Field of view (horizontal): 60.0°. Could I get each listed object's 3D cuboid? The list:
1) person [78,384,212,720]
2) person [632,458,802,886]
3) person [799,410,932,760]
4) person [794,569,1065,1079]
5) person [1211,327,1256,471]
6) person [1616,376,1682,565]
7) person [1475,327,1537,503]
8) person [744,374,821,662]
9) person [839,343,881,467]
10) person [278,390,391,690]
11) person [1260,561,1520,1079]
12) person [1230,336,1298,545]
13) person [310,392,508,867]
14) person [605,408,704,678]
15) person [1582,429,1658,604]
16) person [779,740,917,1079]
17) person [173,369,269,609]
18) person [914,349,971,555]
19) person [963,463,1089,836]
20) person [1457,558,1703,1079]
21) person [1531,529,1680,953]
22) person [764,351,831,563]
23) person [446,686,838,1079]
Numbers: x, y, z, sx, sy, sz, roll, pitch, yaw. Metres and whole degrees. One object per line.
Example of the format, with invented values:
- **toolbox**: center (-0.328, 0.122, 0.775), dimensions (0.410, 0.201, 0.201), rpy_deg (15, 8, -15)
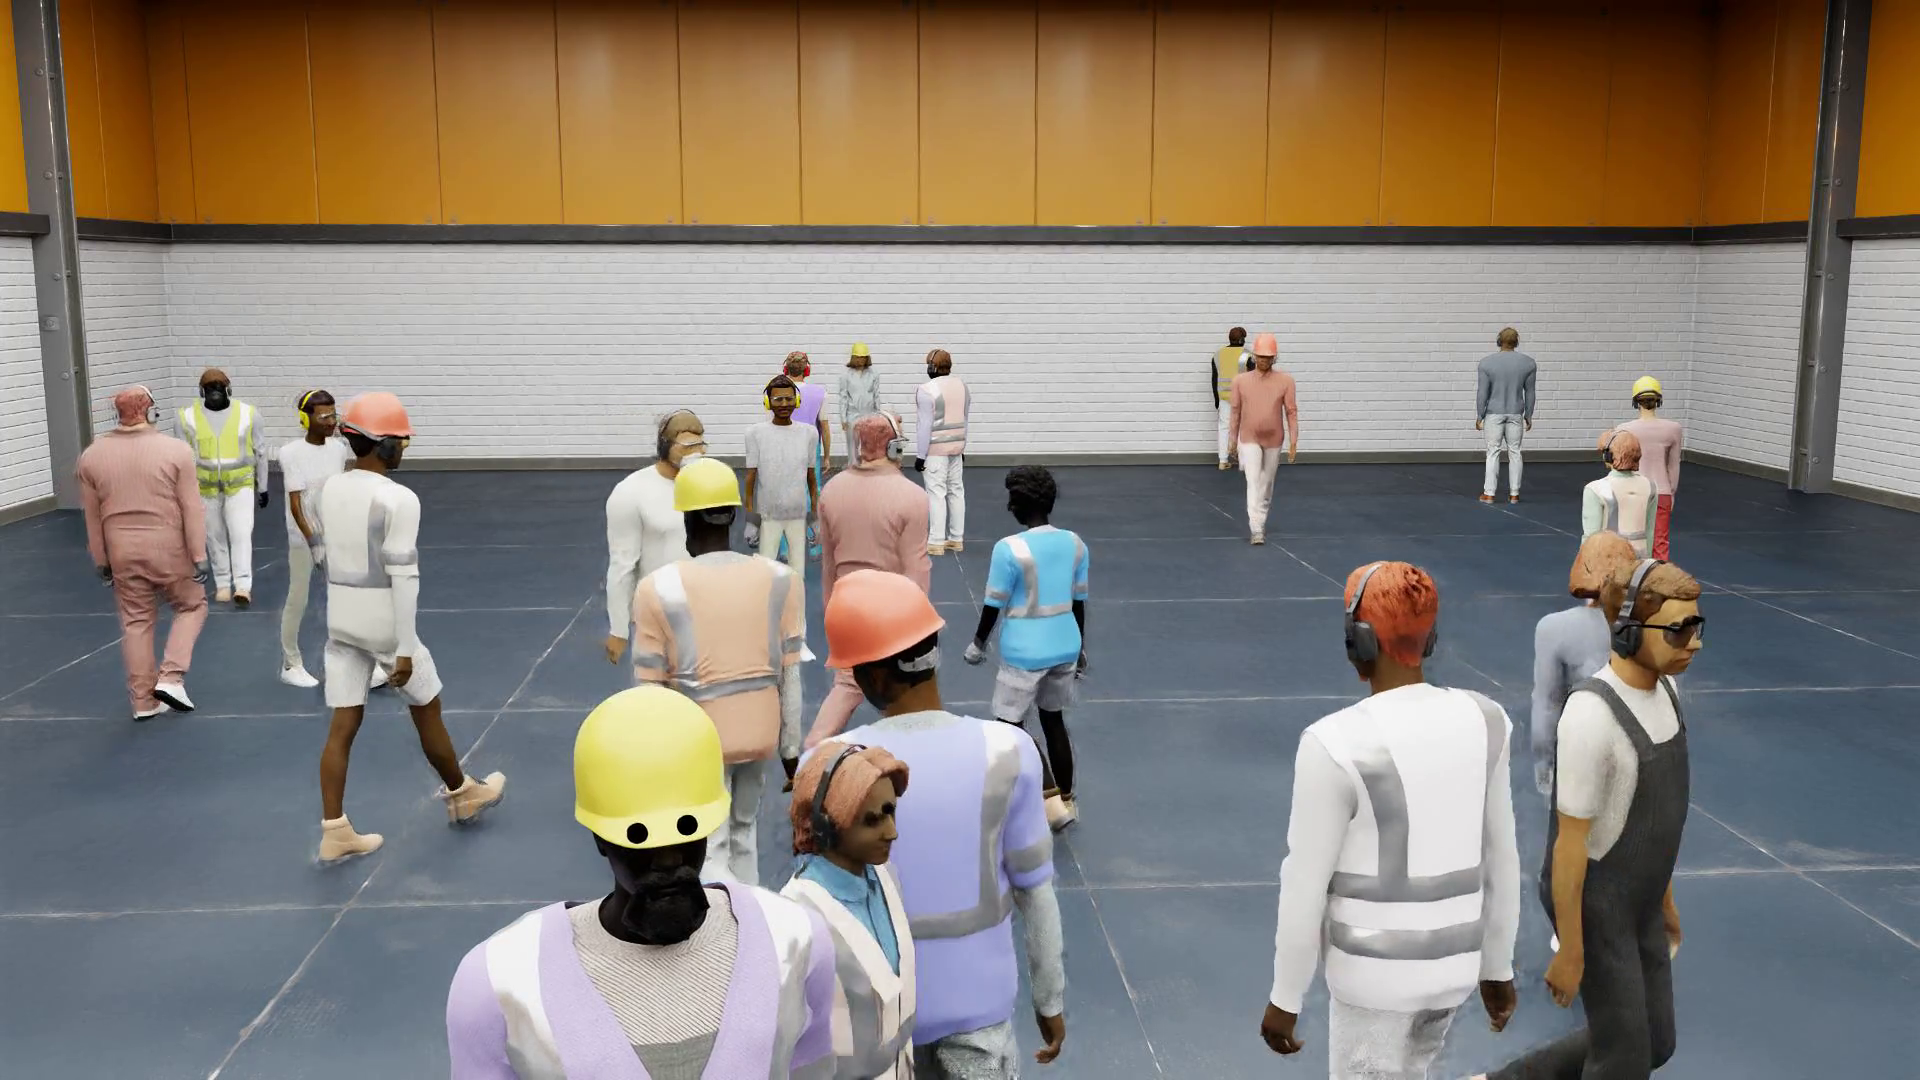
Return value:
- **person**: center (-4.546, 0.073, 9.366), dimensions (0.675, 1.891, 0.427), rpy_deg (0, 9, -1)
- **person**: center (-0.760, 0.684, 5.547), dimensions (0.589, 1.899, 0.810), rpy_deg (-5, 10, -30)
- **person**: center (-0.420, 0.330, 7.816), dimensions (0.651, 1.878, 0.903), rpy_deg (7, 11, 36)
- **person**: center (-0.057, 1.004, 3.568), dimensions (0.583, 1.885, 0.895), rpy_deg (-1, 9, -5)
- **person**: center (3.535, -1.810, 21.348), dimensions (0.624, 1.844, 0.430), rpy_deg (7, 11, 38)
- **person**: center (5.023, -0.318, 12.237), dimensions (0.523, 1.762, 0.329), rpy_deg (-1, 9, -6)
- **person**: center (5.964, -1.360, 18.216), dimensions (0.636, 1.939, 0.364), rpy_deg (1, 9, 4)
- **person**: center (-1.141, -0.131, 10.717), dimensions (0.508, 1.872, 0.328), rpy_deg (-3, 10, -20)
- **person**: center (-1.115, -1.389, 19.052), dimensions (0.506, 1.718, 0.712), rpy_deg (-3, 9, -17)
- **person**: center (-3.792, 0.020, 9.934), dimensions (0.965, 1.819, 0.488), rpy_deg (6, 11, 31)
- **person**: center (0.984, 0.974, 3.766), dimensions (0.597, 1.869, 0.392), rpy_deg (-5, 10, -30)
- **person**: center (2.871, -0.958, 15.723), dimensions (0.625, 1.940, 1.044), rpy_deg (1, 9, 7)
- **person**: center (-2.458, 0.356, 7.268), dimensions (0.614, 1.999, 1.003), rpy_deg (4, 10, 26)
- **person**: center (-1.361, 0.350, 7.554), dimensions (0.660, 1.916, 0.664), rpy_deg (-9, 13, -44)
- **person**: center (3.685, 0.200, 9.356), dimensions (0.514, 1.641, 0.315), rpy_deg (-4, 10, -23)
- **person**: center (-0.318, 1.174, 3.337), dimensions (0.705, 1.614, 0.516), rpy_deg (3, 10, 18)
- **person**: center (-5.554, -0.376, 12.493), dimensions (0.655, 1.792, 0.954), rpy_deg (-3, 9, -18)
- **person**: center (-0.182, -0.787, 14.923), dimensions (0.430, 1.844, 0.623), rpy_deg (8, 12, 42)
- **person**: center (0.350, 0.501, 7.339), dimensions (0.546, 1.678, 0.523), rpy_deg (-8, 12, -41)
- **person**: center (1.580, 0.928, 4.200), dimensions (0.592, 1.827, 0.527), rpy_deg (8, 12, 40)
- **person**: center (2.254, 0.775, 5.820), dimensions (0.504, 1.614, 0.579), rpy_deg (2, 9, 13)
- **person**: center (-1.404, -0.710, 14.425), dimensions (0.567, 1.846, 0.389), rpy_deg (0, 9, -1)
- **person**: center (-0.439, 1.154, 2.465), dimensions (0.585, 1.929, 0.370), rpy_deg (-4, 10, -26)
